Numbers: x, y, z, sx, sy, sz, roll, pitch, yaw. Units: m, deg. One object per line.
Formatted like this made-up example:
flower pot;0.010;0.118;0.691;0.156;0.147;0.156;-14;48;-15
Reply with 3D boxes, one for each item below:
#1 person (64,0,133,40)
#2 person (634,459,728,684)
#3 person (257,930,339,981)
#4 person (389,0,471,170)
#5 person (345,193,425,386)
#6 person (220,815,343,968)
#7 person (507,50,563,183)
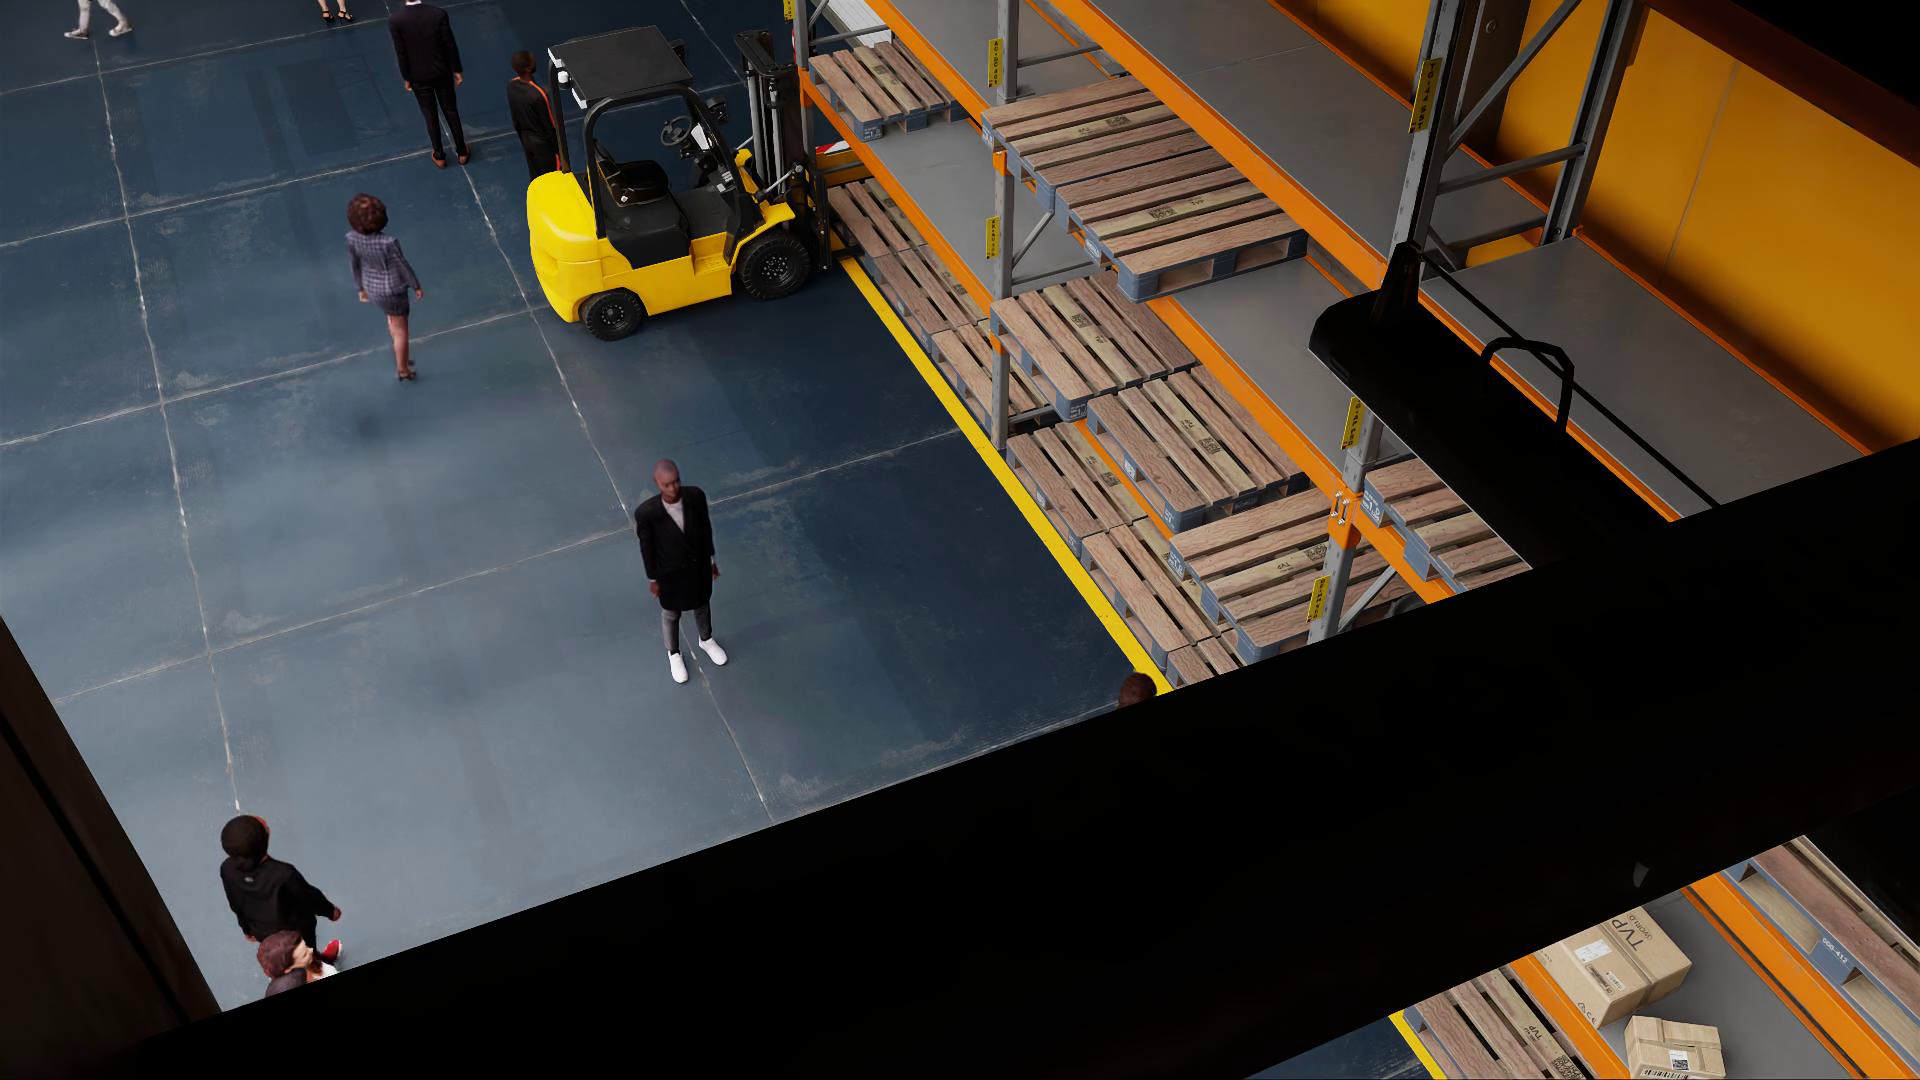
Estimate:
person;-9.079;-5.876;17.428;0.667;1.277;0.852;-26;49;-25
person;-1.805;0.161;10.740;0.664;1.762;0.585;-24;48;-23
person;-3.132;2.499;8.262;0.688;1.795;0.489;-24;48;-23
person;-4.899;-4.329;15.366;0.710;1.884;0.550;-15;46;-15
person;-4.494;-1.875;12.934;0.741;1.685;0.793;12;45;12
person;-3.602;2.107;8.775;0.872;1.654;0.950;11;45;11
person;-3.652;-3.417;14.463;0.652;1.809;0.758;23;48;22
